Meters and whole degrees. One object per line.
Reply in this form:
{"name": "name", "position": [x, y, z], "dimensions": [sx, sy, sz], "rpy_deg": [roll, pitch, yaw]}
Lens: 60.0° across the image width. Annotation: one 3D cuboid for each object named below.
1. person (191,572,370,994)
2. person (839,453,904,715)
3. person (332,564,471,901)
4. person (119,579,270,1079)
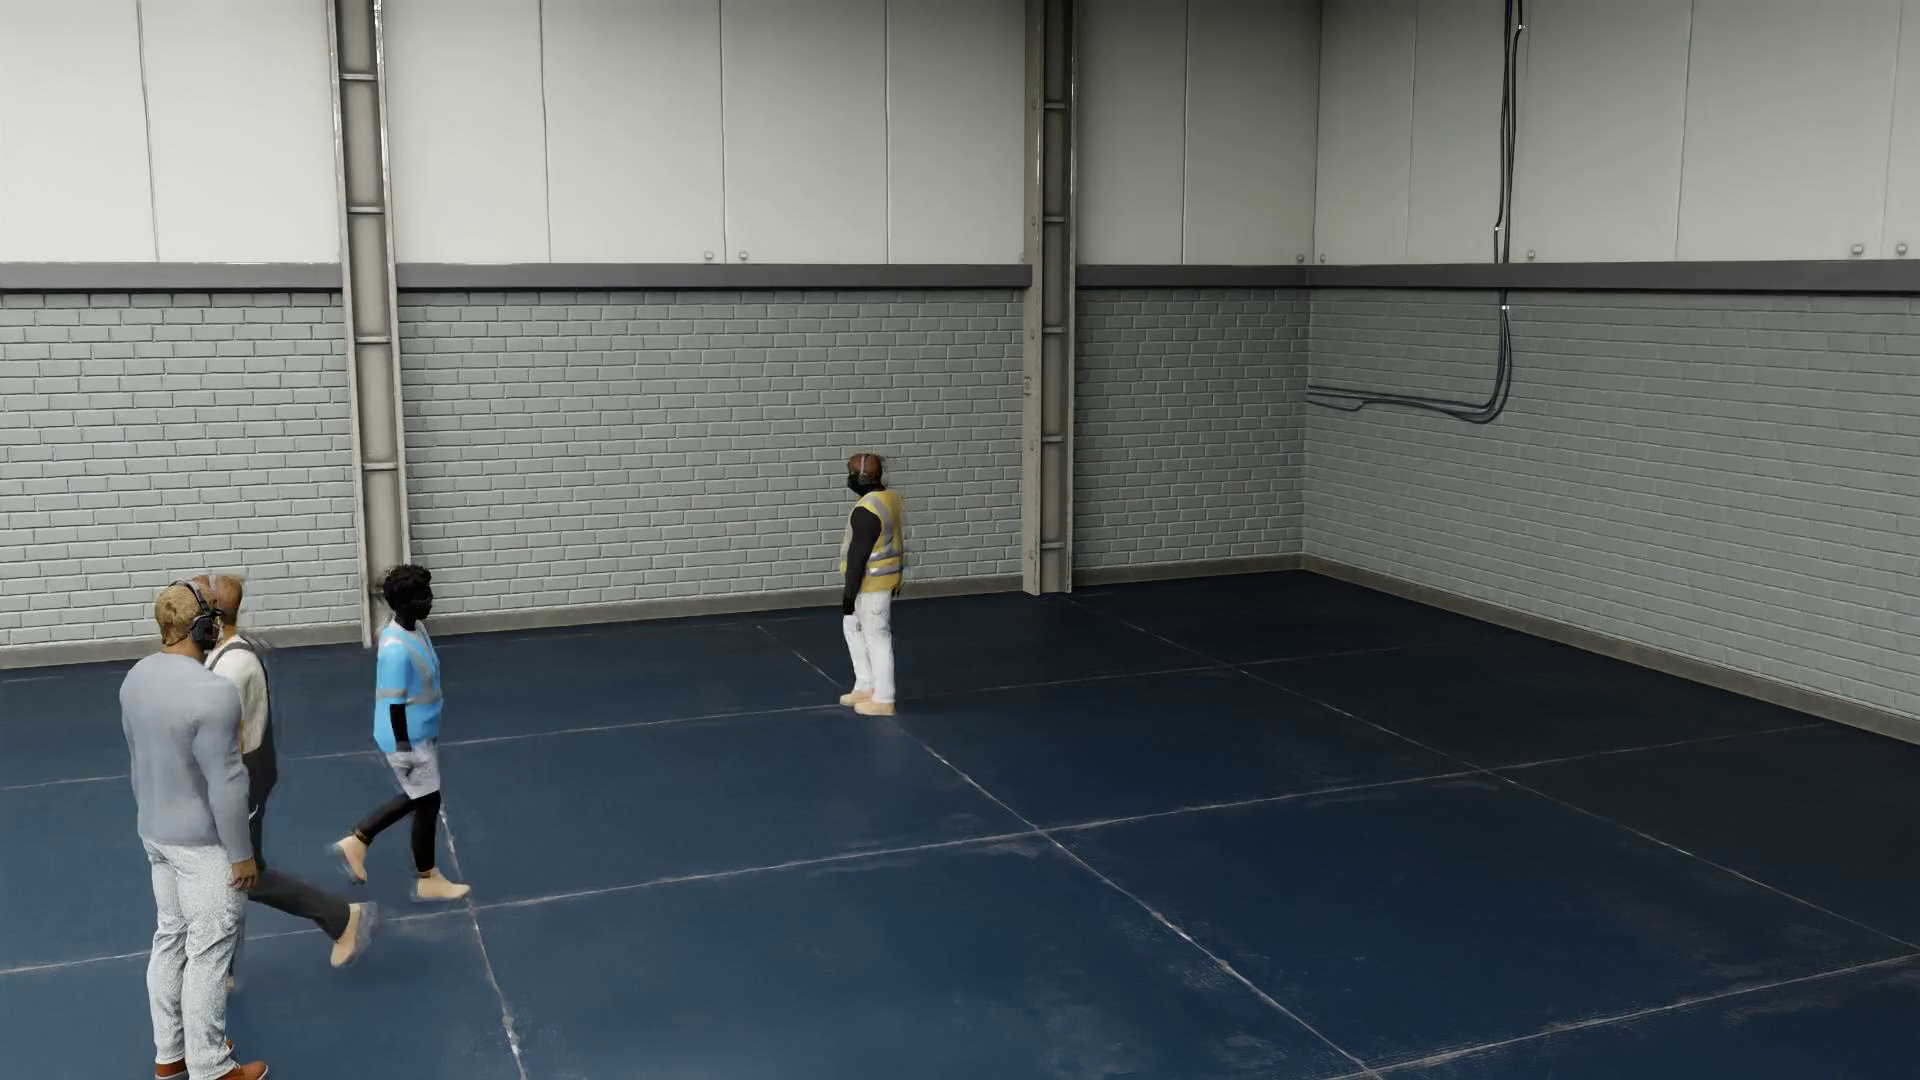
{"name": "person", "position": [-2.967, 1.025, 6.980], "dimensions": [0.768, 1.829, 0.526], "rpy_deg": [-5, 10, -30]}
{"name": "person", "position": [-0.691, 0.309, 11.443], "dimensions": [0.595, 1.823, 0.660], "rpy_deg": [2, 9, 10]}
{"name": "person", "position": [-2.706, 0.935, 7.976], "dimensions": [0.565, 1.675, 0.543], "rpy_deg": [-2, 9, -12]}
{"name": "person", "position": [-2.831, 1.104, 6.152], "dimensions": [0.625, 1.933, 0.360], "rpy_deg": [7, 11, 36]}
